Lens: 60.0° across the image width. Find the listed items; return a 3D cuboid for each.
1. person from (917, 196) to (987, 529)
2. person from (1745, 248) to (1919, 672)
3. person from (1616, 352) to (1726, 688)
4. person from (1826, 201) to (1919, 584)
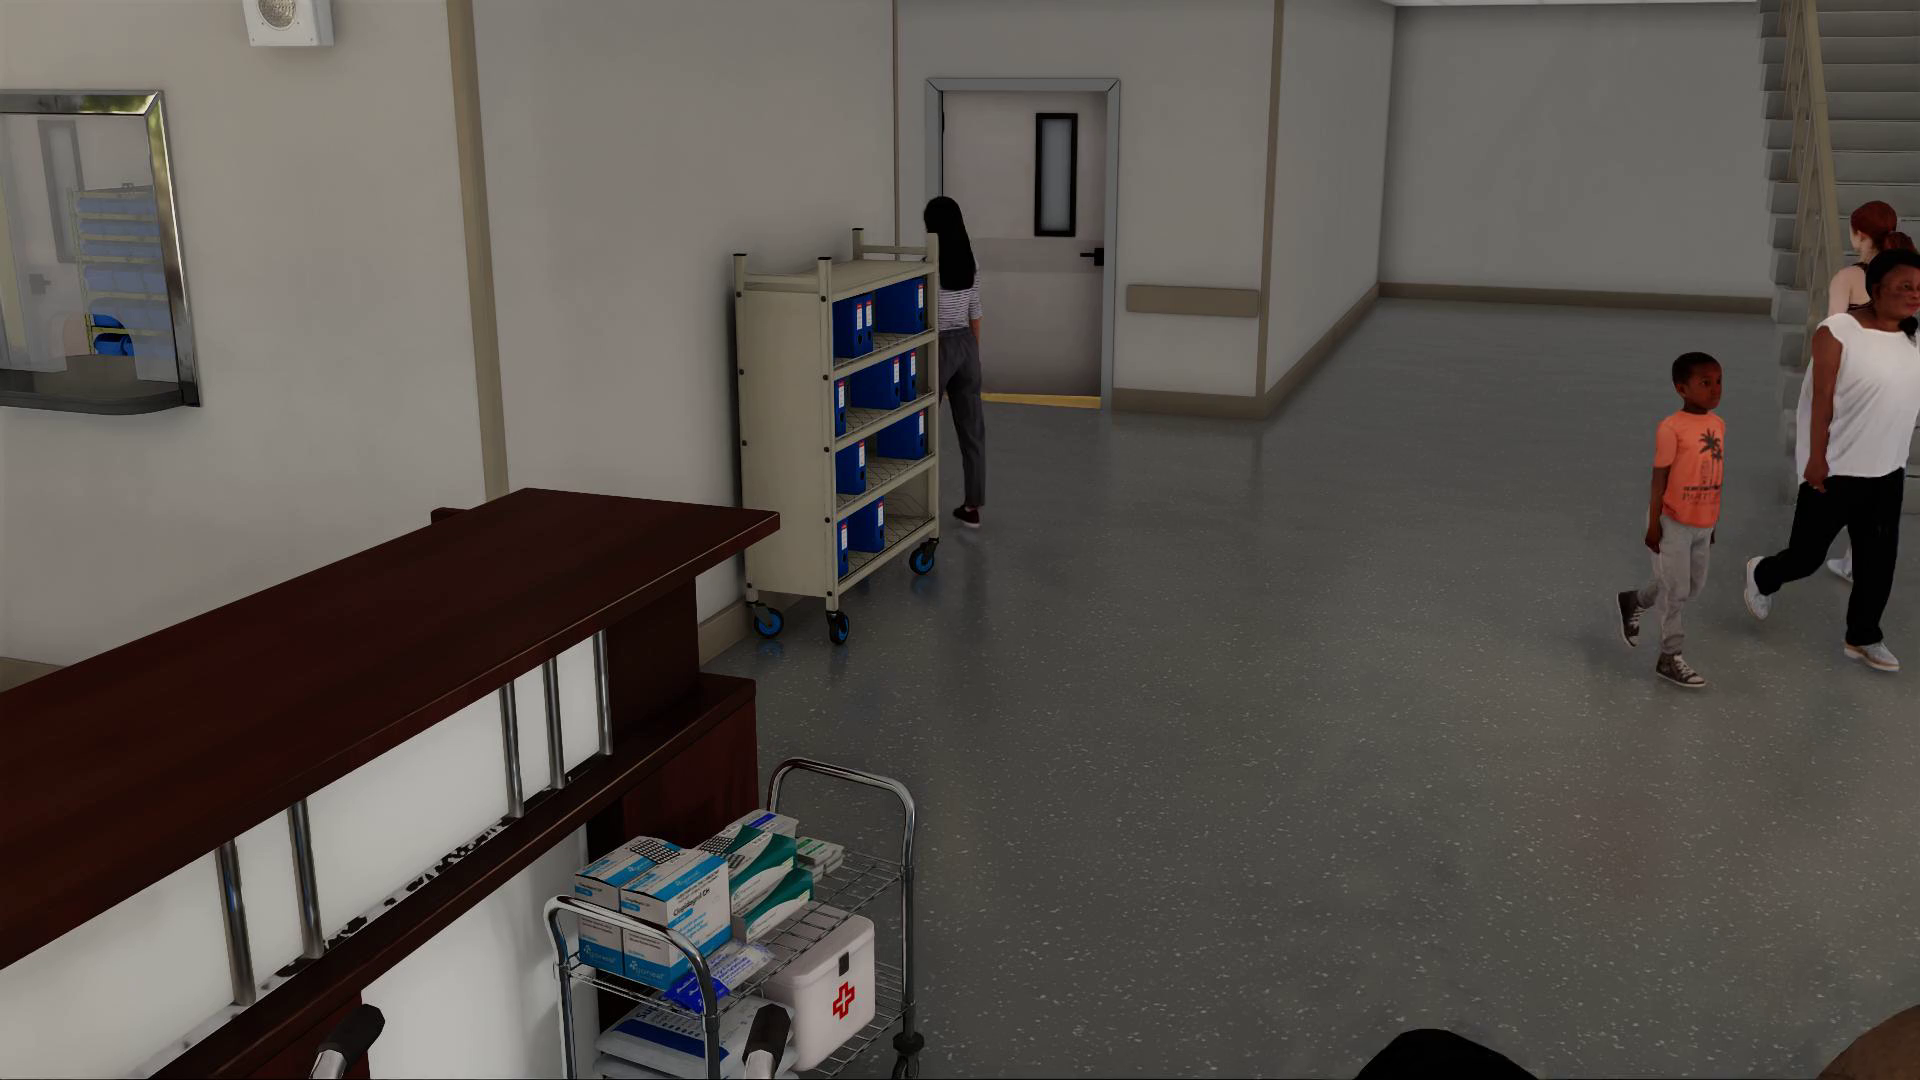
[{"bbox_3d":[-0.008,-0.892,8.657,1.020,1.703,1.035,-9,18,-30],"label":"person"},{"bbox_3d":[3.597,-0.338,6.764,0.949,1.666,1.089,-3,16,-12],"label":"person"},{"bbox_3d":[2.818,-0.100,6.598,0.759,1.297,0.851,-6,17,-19],"label":"person"},{"bbox_3d":[4.127,-0.625,7.587,0.750,1.771,0.919,2,16,6],"label":"person"}]
